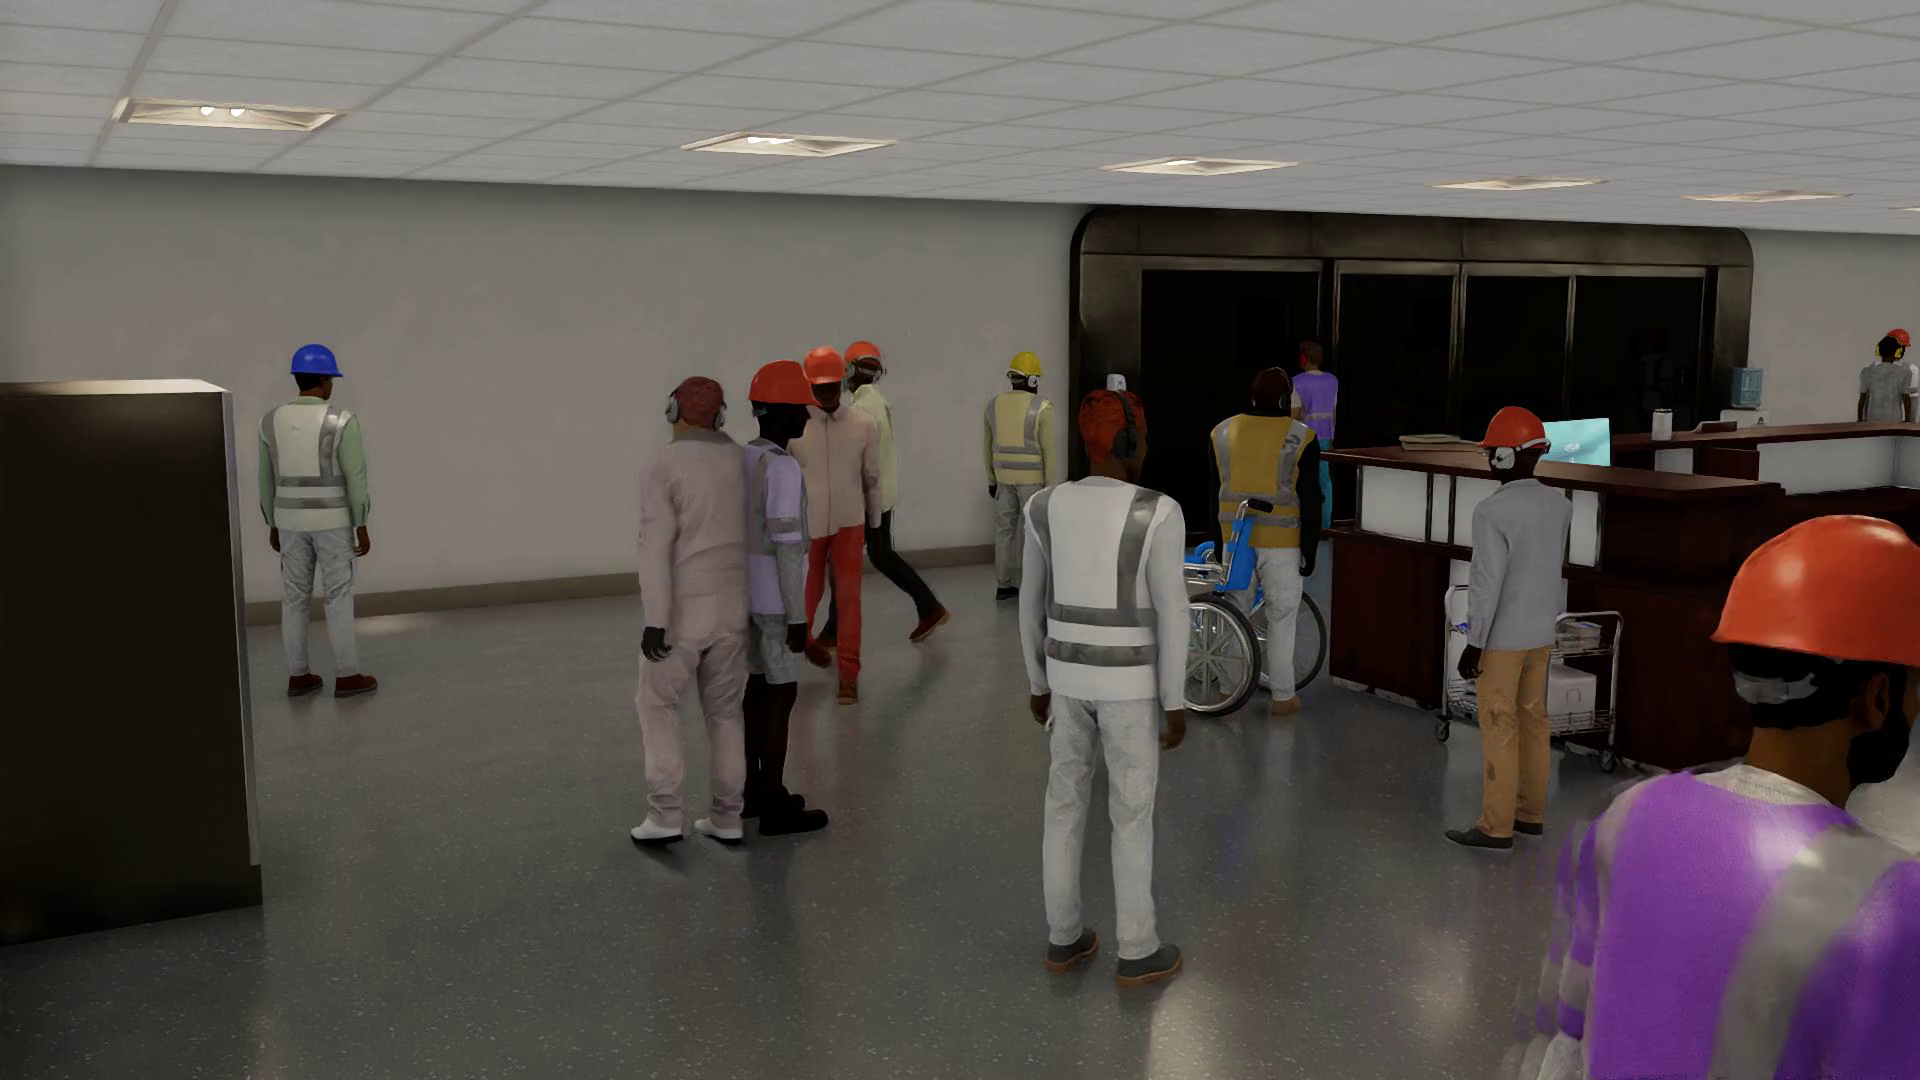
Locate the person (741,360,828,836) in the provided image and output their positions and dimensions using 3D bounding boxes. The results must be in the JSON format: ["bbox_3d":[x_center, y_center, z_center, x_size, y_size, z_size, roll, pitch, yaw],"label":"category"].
[{"bbox_3d":[-0.741,0.233,6.806,0.380,1.931,0.545,-4,9,-26],"label":"person"}]

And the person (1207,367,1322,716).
[{"bbox_3d":[1.609,0.010,8.769,0.626,1.837,0.429,5,9,30],"label":"person"}]

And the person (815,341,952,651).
[{"bbox_3d":[-0.519,-0.268,10.393,0.904,1.947,0.658,1,8,5],"label":"person"}]

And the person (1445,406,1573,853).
[{"bbox_3d":[2.163,0.350,6.577,0.564,1.751,0.330,-7,10,-40],"label":"person"}]

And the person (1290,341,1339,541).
[{"bbox_3d":[3.220,-0.891,15.235,0.565,1.843,0.396,-5,9,-30],"label":"person"}]

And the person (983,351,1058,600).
[{"bbox_3d":[0.461,-0.458,12.143,0.600,1.830,0.403,5,9,34],"label":"person"}]

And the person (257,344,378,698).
[{"bbox_3d":[-3.530,-0.102,9.155,0.615,1.942,0.407,1,8,9],"label":"person"}]

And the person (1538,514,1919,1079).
[{"bbox_3d":[0.806,0.915,2.001,0.815,1.897,0.556,-1,8,-9],"label":"person"}]

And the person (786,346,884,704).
[{"bbox_3d":[-0.768,-0.114,9.269,0.670,1.948,0.918,-2,8,-14],"label":"person"}]

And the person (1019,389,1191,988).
[{"bbox_3d":[0.460,0.466,5.278,0.576,1.881,0.354,5,9,34],"label":"person"}]

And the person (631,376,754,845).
[{"bbox_3d":[-1.021,0.283,6.674,0.500,1.863,0.685,7,10,41],"label":"person"}]

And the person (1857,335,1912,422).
[{"bbox_3d":[9.587,-1.183,17.270,0.520,1.869,0.333,7,10,40],"label":"person"}]

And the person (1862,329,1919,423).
[{"bbox_3d":[9.774,-1.248,17.485,0.372,1.935,0.551,-6,10,-39],"label":"person"}]
